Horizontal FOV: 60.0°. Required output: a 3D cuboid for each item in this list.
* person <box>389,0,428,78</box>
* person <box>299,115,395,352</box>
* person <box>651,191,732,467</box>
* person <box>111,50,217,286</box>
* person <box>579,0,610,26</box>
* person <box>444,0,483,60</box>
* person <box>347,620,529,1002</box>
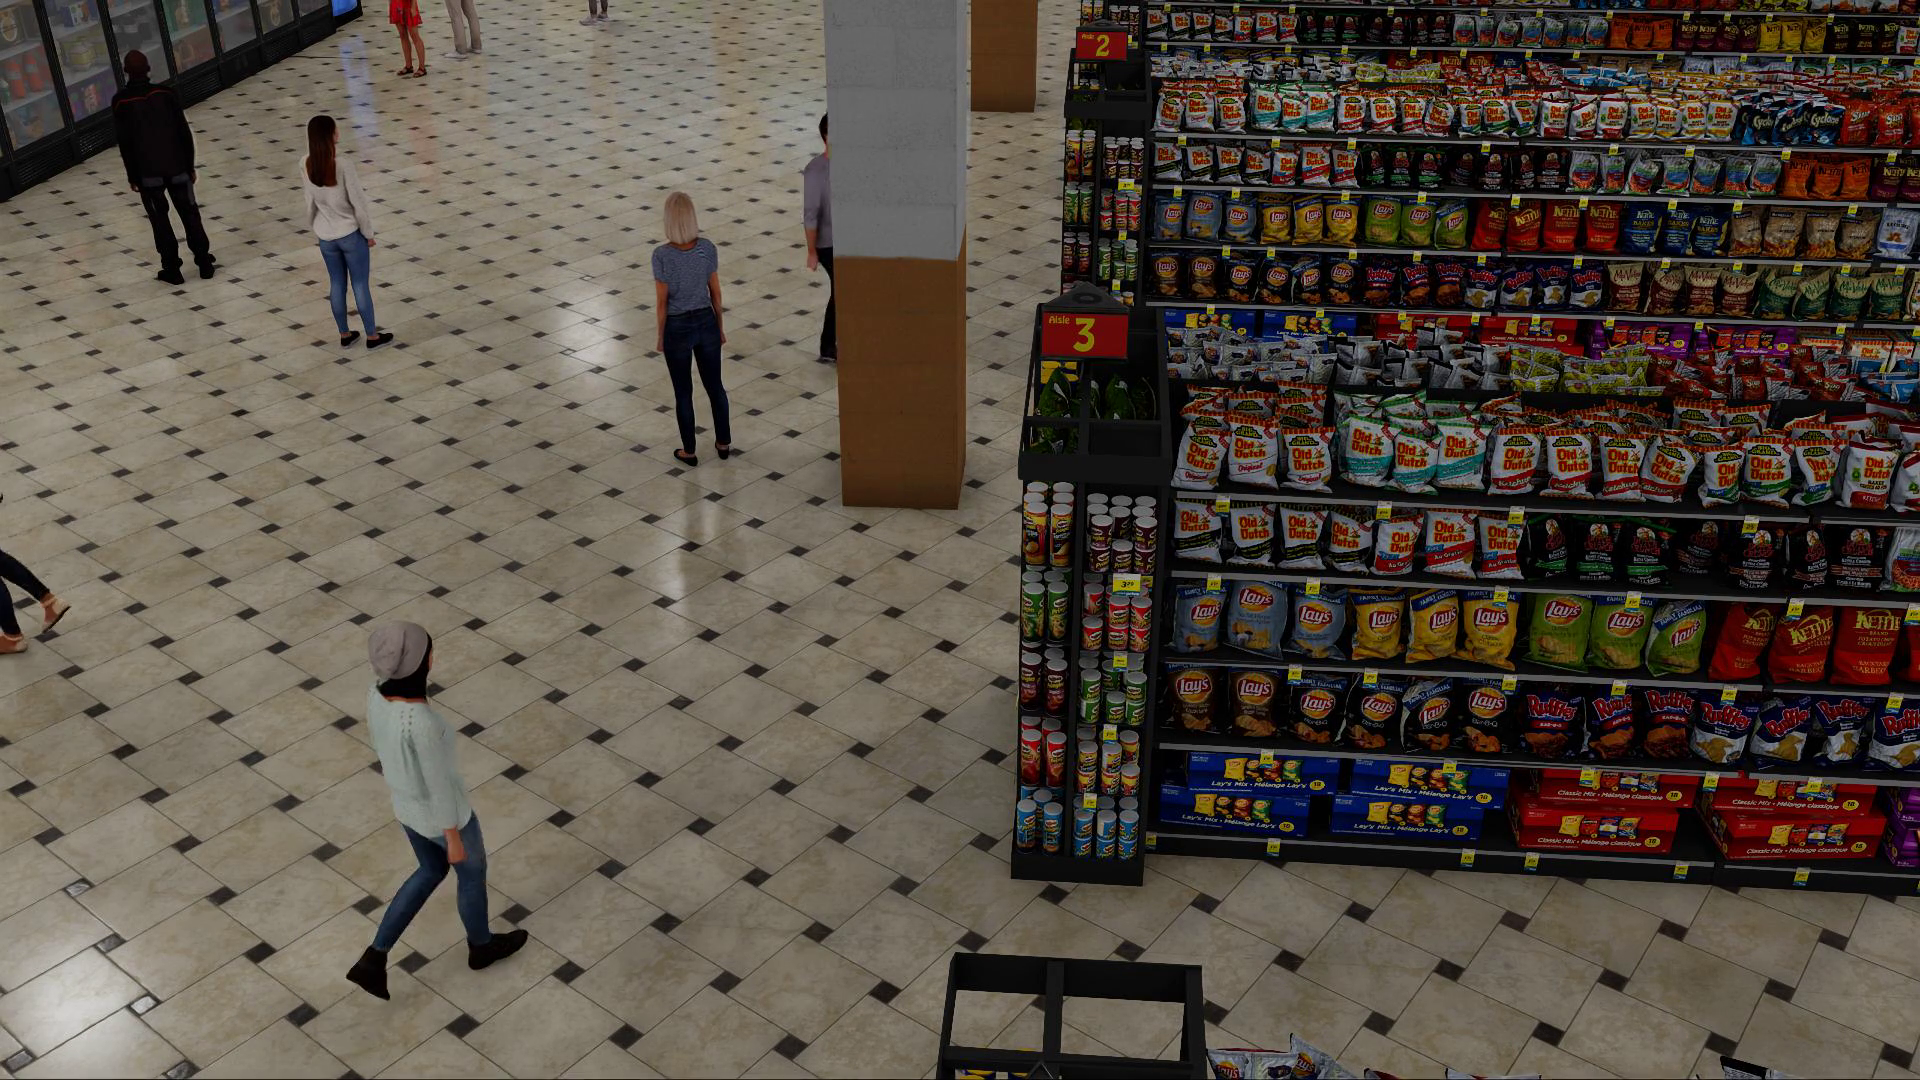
[{"bbox_3d":[-6.446,-6.210,19.317,0.606,1.592,0.710,16,32,26],"label":"person"},{"bbox_3d":[-4.389,-2.173,11.818,0.536,1.692,0.714,7,29,13],"label":"person"},{"bbox_3d":[-1.644,-1.281,10.155,0.618,1.721,0.727,-14,31,-23],"label":"person"},{"bbox_3d":[-6.272,-2.924,13.055,0.755,1.825,0.844,-18,33,-29],"label":"person"},{"bbox_3d":[-4.867,-7.751,21.880,0.703,1.841,0.741,14,31,23],"label":"person"},{"bbox_3d":[-6.106,-6.816,20.146,0.702,1.861,0.753,13,31,22],"label":"person"},{"bbox_3d":[-1.991,1.015,6.050,0.968,1.626,0.975,24,37,37],"label":"person"}]
